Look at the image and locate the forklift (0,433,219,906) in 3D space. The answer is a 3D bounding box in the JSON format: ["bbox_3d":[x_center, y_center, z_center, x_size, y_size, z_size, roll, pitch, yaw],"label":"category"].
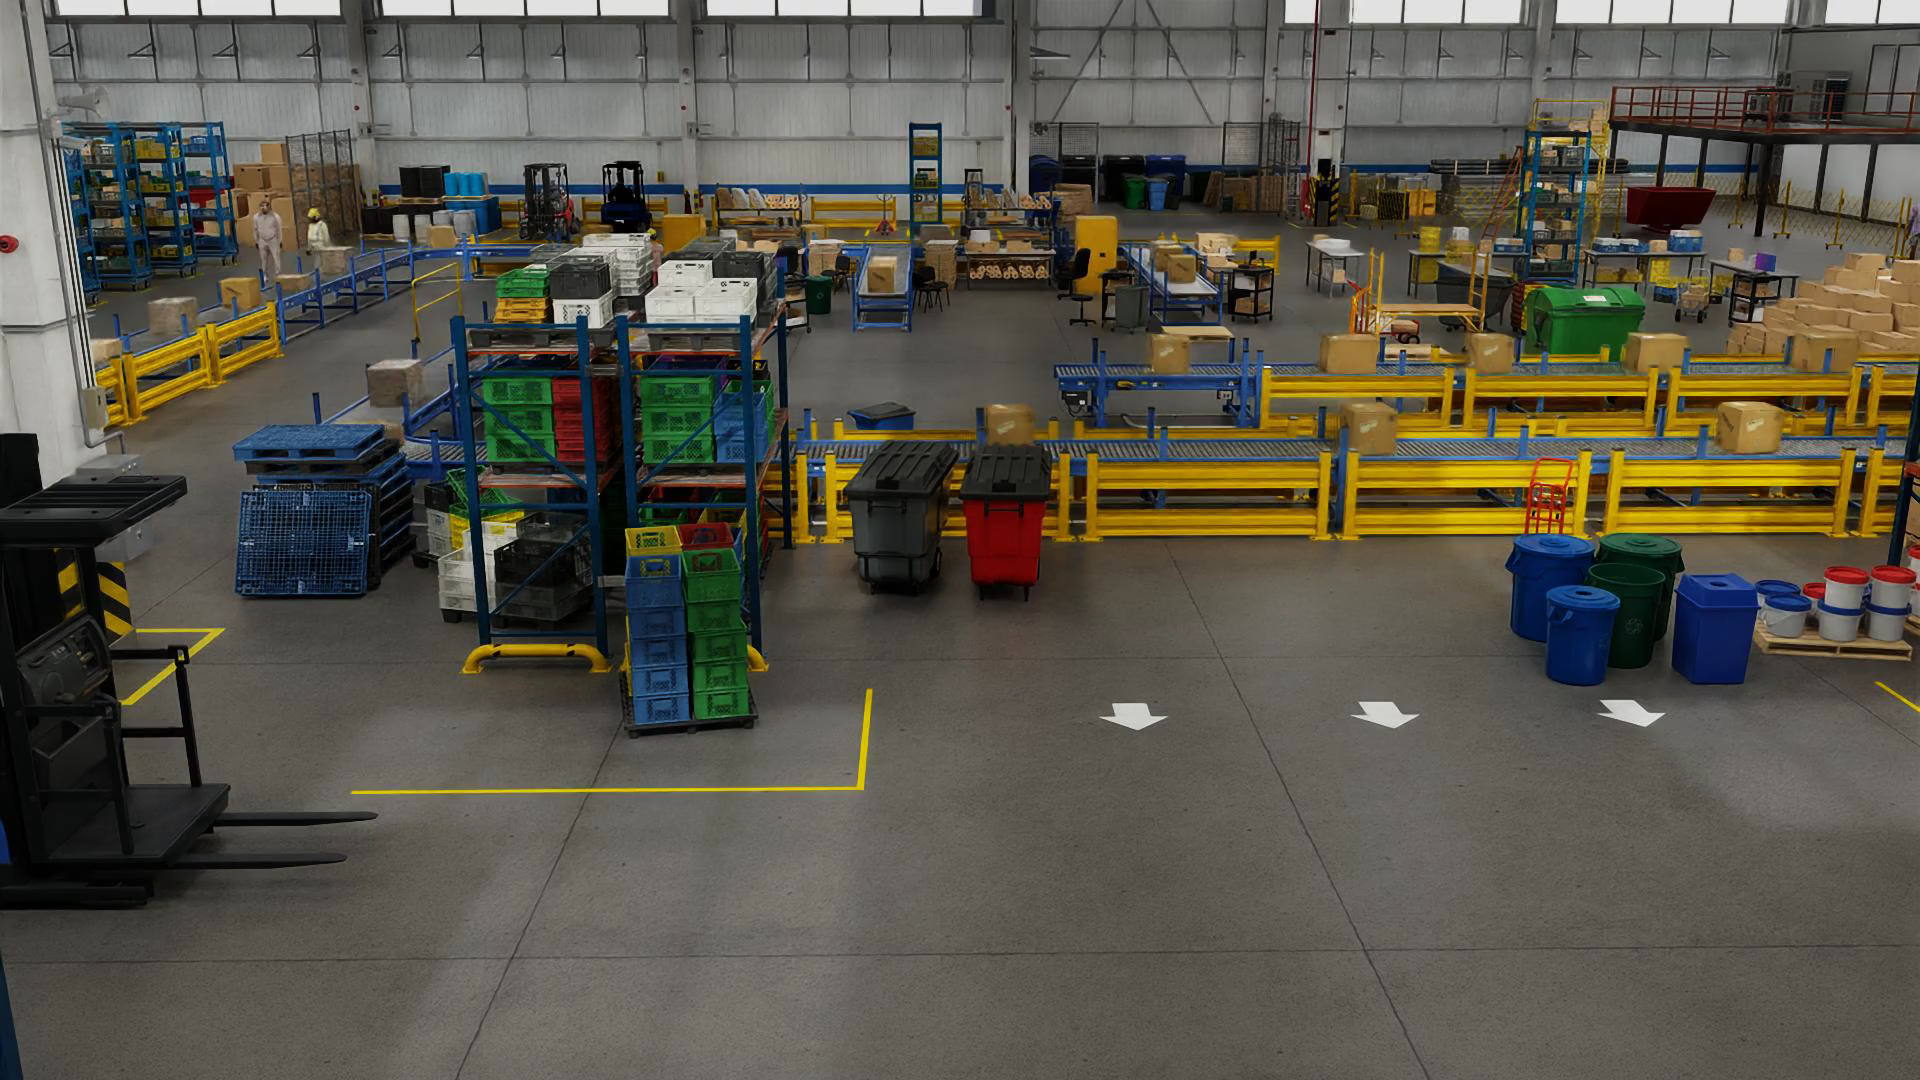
[{"bbox_3d":[-5.952,0.780,10.366,1.873,2.768,1.129,0,16,-1],"label":"forklift"}]

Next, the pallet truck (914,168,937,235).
[{"bbox_3d":[-0.989,-10.316,50.507,0.823,1.965,1.885,1,16,3],"label":"pallet truck"}]

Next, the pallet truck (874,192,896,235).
[{"bbox_3d":[-2.277,-9.986,50.594,0.653,1.274,1.630,0,16,-1],"label":"pallet truck"}]

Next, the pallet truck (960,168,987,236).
[{"bbox_3d":[0.383,-10.230,50.206,0.823,1.965,1.885,-1,16,-3],"label":"pallet truck"}]

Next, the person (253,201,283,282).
[{"bbox_3d":[-16.382,-7.071,39.387,0.637,1.911,0.403,-3,16,-9],"label":"person"}]

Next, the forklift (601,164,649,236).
[{"bbox_3d":[-9.948,-10.127,49.296,1.157,1.987,2.680,-1,16,-3],"label":"forklift"}]

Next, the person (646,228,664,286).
[{"bbox_3d":[-6.305,-5.518,34.240,0.331,1.768,0.526,12,20,36],"label":"person"}]

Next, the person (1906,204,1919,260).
[{"bbox_3d":[23.724,-7.623,41.063,0.611,2.042,0.394,7,18,24],"label":"person"}]

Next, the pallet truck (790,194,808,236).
[{"bbox_3d":[-4.814,-9.883,50.259,0.704,1.261,1.522,-1,16,-3],"label":"pallet truck"}]

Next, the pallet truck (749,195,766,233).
[{"bbox_3d":[-6.051,-9.967,50.660,0.680,1.201,1.601,0,16,-1],"label":"pallet truck"}]

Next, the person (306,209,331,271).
[{"bbox_3d":[-14.924,-6.755,38.506,0.612,1.779,0.933,11,20,34],"label":"person"}]

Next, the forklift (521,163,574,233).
[{"bbox_3d":[-12.233,-10.122,49.298,1.157,1.987,2.680,0,16,-1],"label":"forklift"}]
